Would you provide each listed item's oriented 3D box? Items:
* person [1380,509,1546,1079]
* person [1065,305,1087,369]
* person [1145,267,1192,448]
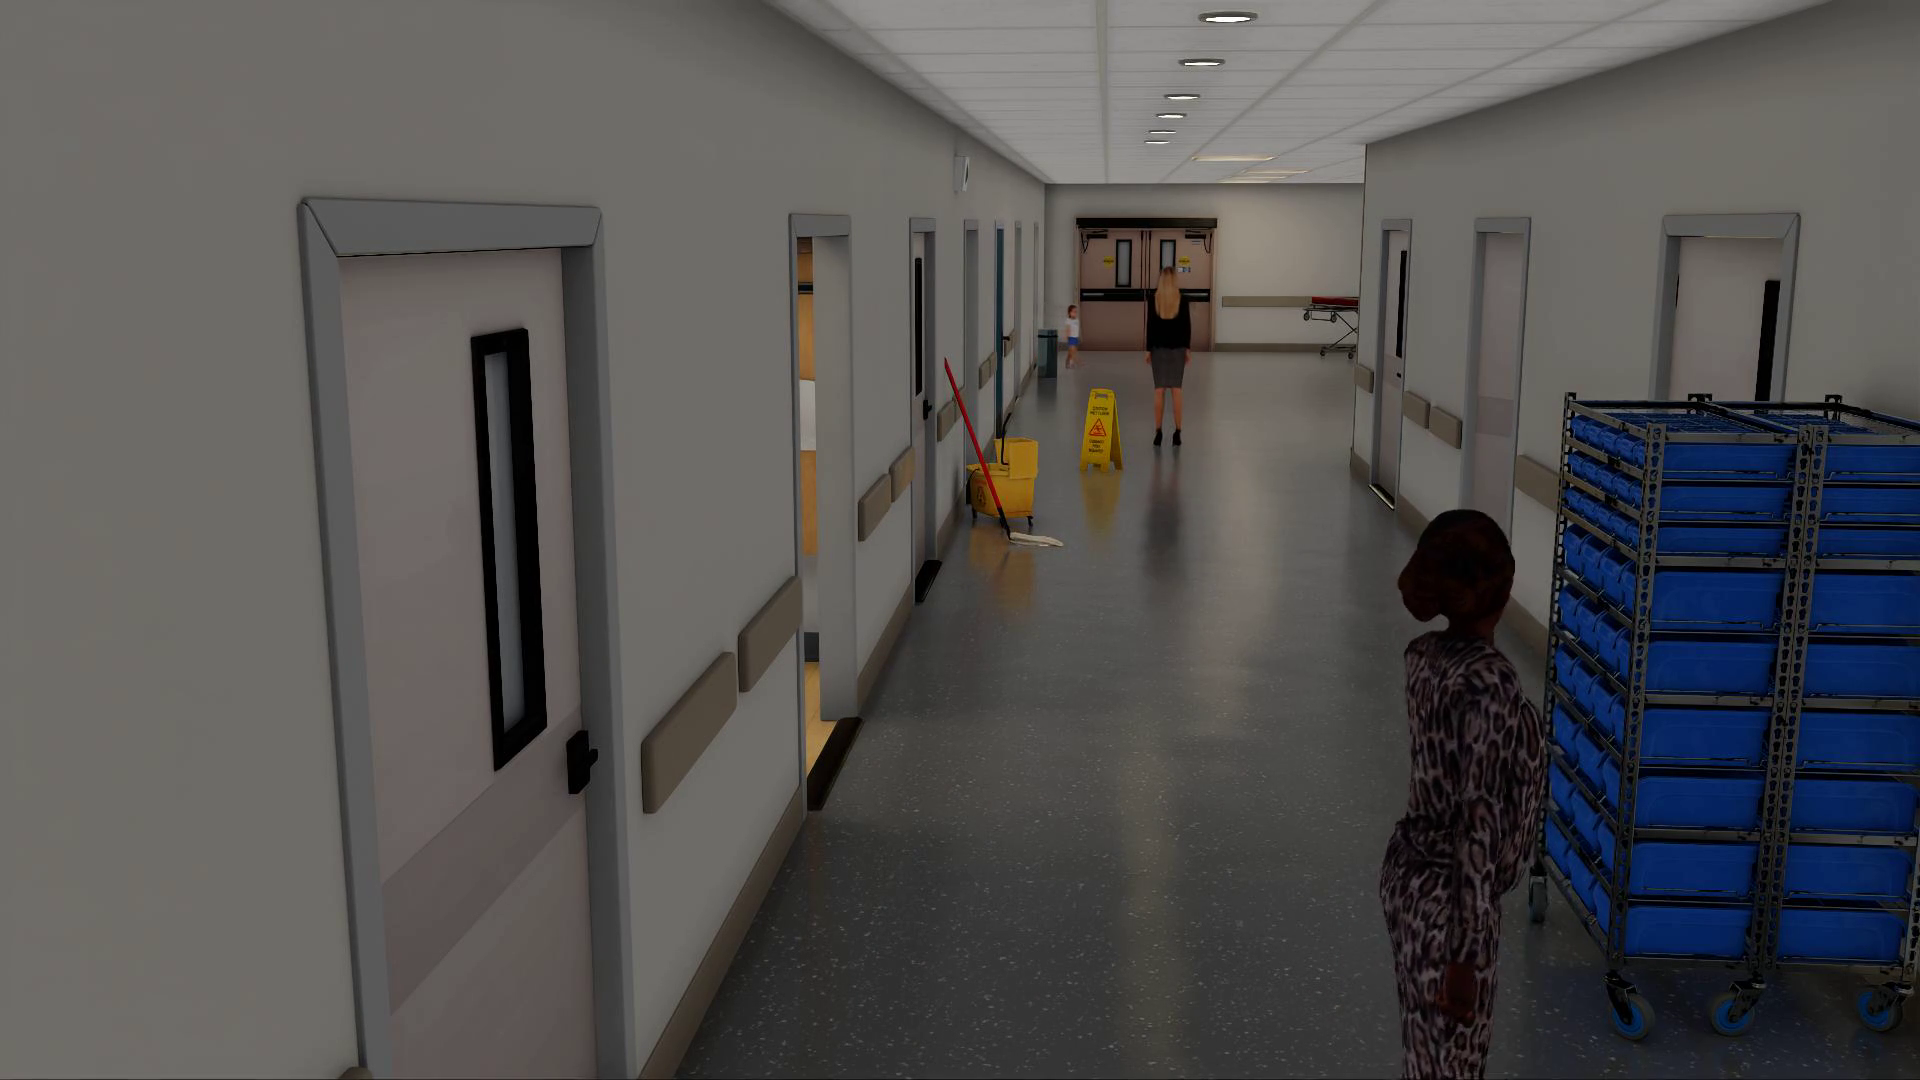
[{"bbox_3d":[0.965,0.805,3.362,0.814,1.695,0.503,2,11,12],"label":"person"},{"bbox_3d":[1.753,-3.219,26.419,0.700,1.005,0.669,10,14,41],"label":"person"},{"bbox_3d":[2.143,-1.886,17.151,0.603,1.841,0.522,1,11,5],"label":"person"}]
